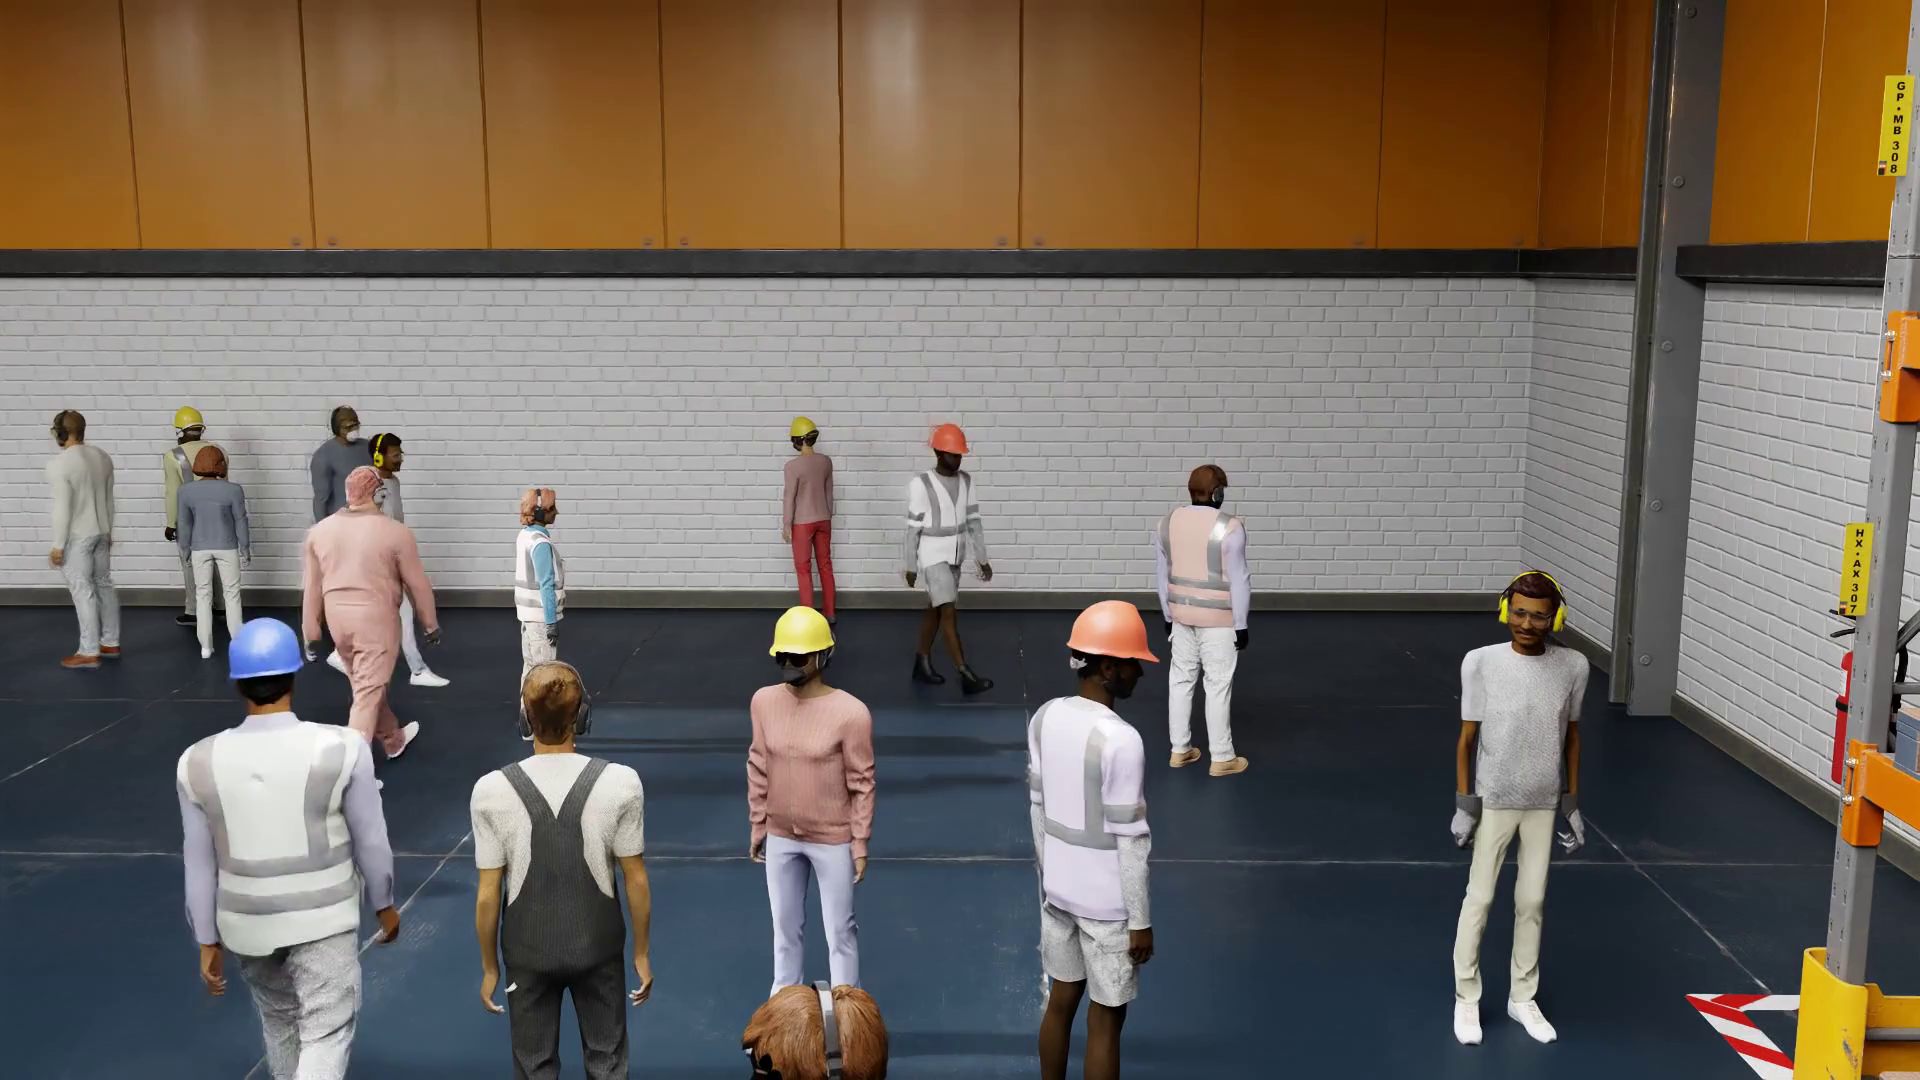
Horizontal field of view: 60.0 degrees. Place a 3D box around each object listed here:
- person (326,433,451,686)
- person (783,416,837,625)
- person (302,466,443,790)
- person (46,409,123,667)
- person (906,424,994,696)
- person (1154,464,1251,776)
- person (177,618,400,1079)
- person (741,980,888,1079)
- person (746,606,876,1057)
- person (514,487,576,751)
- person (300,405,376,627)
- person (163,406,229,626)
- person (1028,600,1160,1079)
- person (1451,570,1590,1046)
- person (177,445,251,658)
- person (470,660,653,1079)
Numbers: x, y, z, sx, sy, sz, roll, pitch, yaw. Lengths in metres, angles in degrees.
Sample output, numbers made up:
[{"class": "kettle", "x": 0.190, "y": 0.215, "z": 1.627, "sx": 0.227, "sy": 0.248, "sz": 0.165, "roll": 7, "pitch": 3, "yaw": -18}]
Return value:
[{"class": "person", "x": -4.141, "y": 0.136, "z": 11.890, "sx": 0.922, "sy": 1.835, "sz": 0.558, "roll": 1, "pitch": 10, "yaw": 4}, {"class": "person", "x": -1.266, "y": -0.142, "z": 13.778, "sx": 0.343, "sy": 1.762, "sz": 0.524, "roll": 9, "pitch": 13, "yaw": 42}, {"class": "person", "x": -3.399, "y": 0.495, "z": 9.669, "sx": 0.675, "sy": 1.848, "sz": 1.015, "roll": 2, "pitch": 10, "yaw": 14}, {"class": "person", "x": -6.583, "y": -0.017, "z": 12.490, "sx": 0.357, "sy": 1.937, "sz": 0.634, "roll": 1, "pitch": 10, "yaw": 8}, {"class": "person", "x": -0.034, "y": 0.138, "z": 11.658, "sx": 0.565, "sy": 1.889, "sz": 0.961, "roll": -9, "pitch": 13, "yaw": -43}, {"class": "person", "x": 1.461, "y": 0.469, "z": 9.862, "sx": 0.619, "sy": 1.844, "sz": 0.430, "roll": 9, "pitch": 13, "yaw": 42}, {"class": "person", "x": -2.129, "y": 1.203, "z": 5.252, "sx": 0.608, "sy": 1.921, "sz": 0.922, "roll": 0, "pitch": 9, "yaw": -2}, {"class": "person", "x": -0.239, "y": 1.637, "z": 2.864, "sx": 0.429, "sy": 1.844, "sz": 0.627, "roll": -3, "pitch": 10, "yaw": -20}, {"class": "person", "x": -0.567, "y": 1.112, "z": 6.231, "sx": 0.526, "sy": 1.769, "sz": 0.329, "roll": 4, "pitch": 10, "yaw": 24}, {"class": "person", "x": -2.602, "y": 0.490, "z": 10.337, "sx": 0.307, "sy": 1.639, "sz": 0.525, "roll": -5, "pitch": 11, "yaw": -27}, {"class": "person", "x": -5.008, "y": -0.154, "z": 13.432, "sx": 0.913, "sy": 1.903, "sz": 0.637, "roll": 3, "pitch": 10, "yaw": 18}, {"class": "person", "x": -6.391, "y": -0.203, "z": 13.911, "sx": 0.404, "sy": 1.832, "sz": 0.600, "roll": 5, "pitch": 11, "yaw": 28}, {"class": "person", "x": 0.459, "y": 1.153, "z": 5.493, "sx": 0.376, "sy": 1.931, "sz": 0.542, "roll": -6, "pitch": 11, "yaw": -31}, {"class": "person", "x": 2.166, "y": 1.030, "z": 6.432, "sx": 0.513, "sy": 1.865, "sz": 0.329, "roll": 0, "pitch": 9, "yaw": -1}, {"class": "person", "x": -5.702, "y": 0.091, "z": 12.740, "sx": 0.504, "sy": 1.632, "sz": 0.269, "roll": -1, "pitch": 10, "yaw": -7}, {"class": "person", "x": -1.196, "y": 1.272, "z": 5.045, "sx": 0.516, "sy": 1.842, "sz": 0.328, "roll": -2, "pitch": 10, "yaw": -13}]
